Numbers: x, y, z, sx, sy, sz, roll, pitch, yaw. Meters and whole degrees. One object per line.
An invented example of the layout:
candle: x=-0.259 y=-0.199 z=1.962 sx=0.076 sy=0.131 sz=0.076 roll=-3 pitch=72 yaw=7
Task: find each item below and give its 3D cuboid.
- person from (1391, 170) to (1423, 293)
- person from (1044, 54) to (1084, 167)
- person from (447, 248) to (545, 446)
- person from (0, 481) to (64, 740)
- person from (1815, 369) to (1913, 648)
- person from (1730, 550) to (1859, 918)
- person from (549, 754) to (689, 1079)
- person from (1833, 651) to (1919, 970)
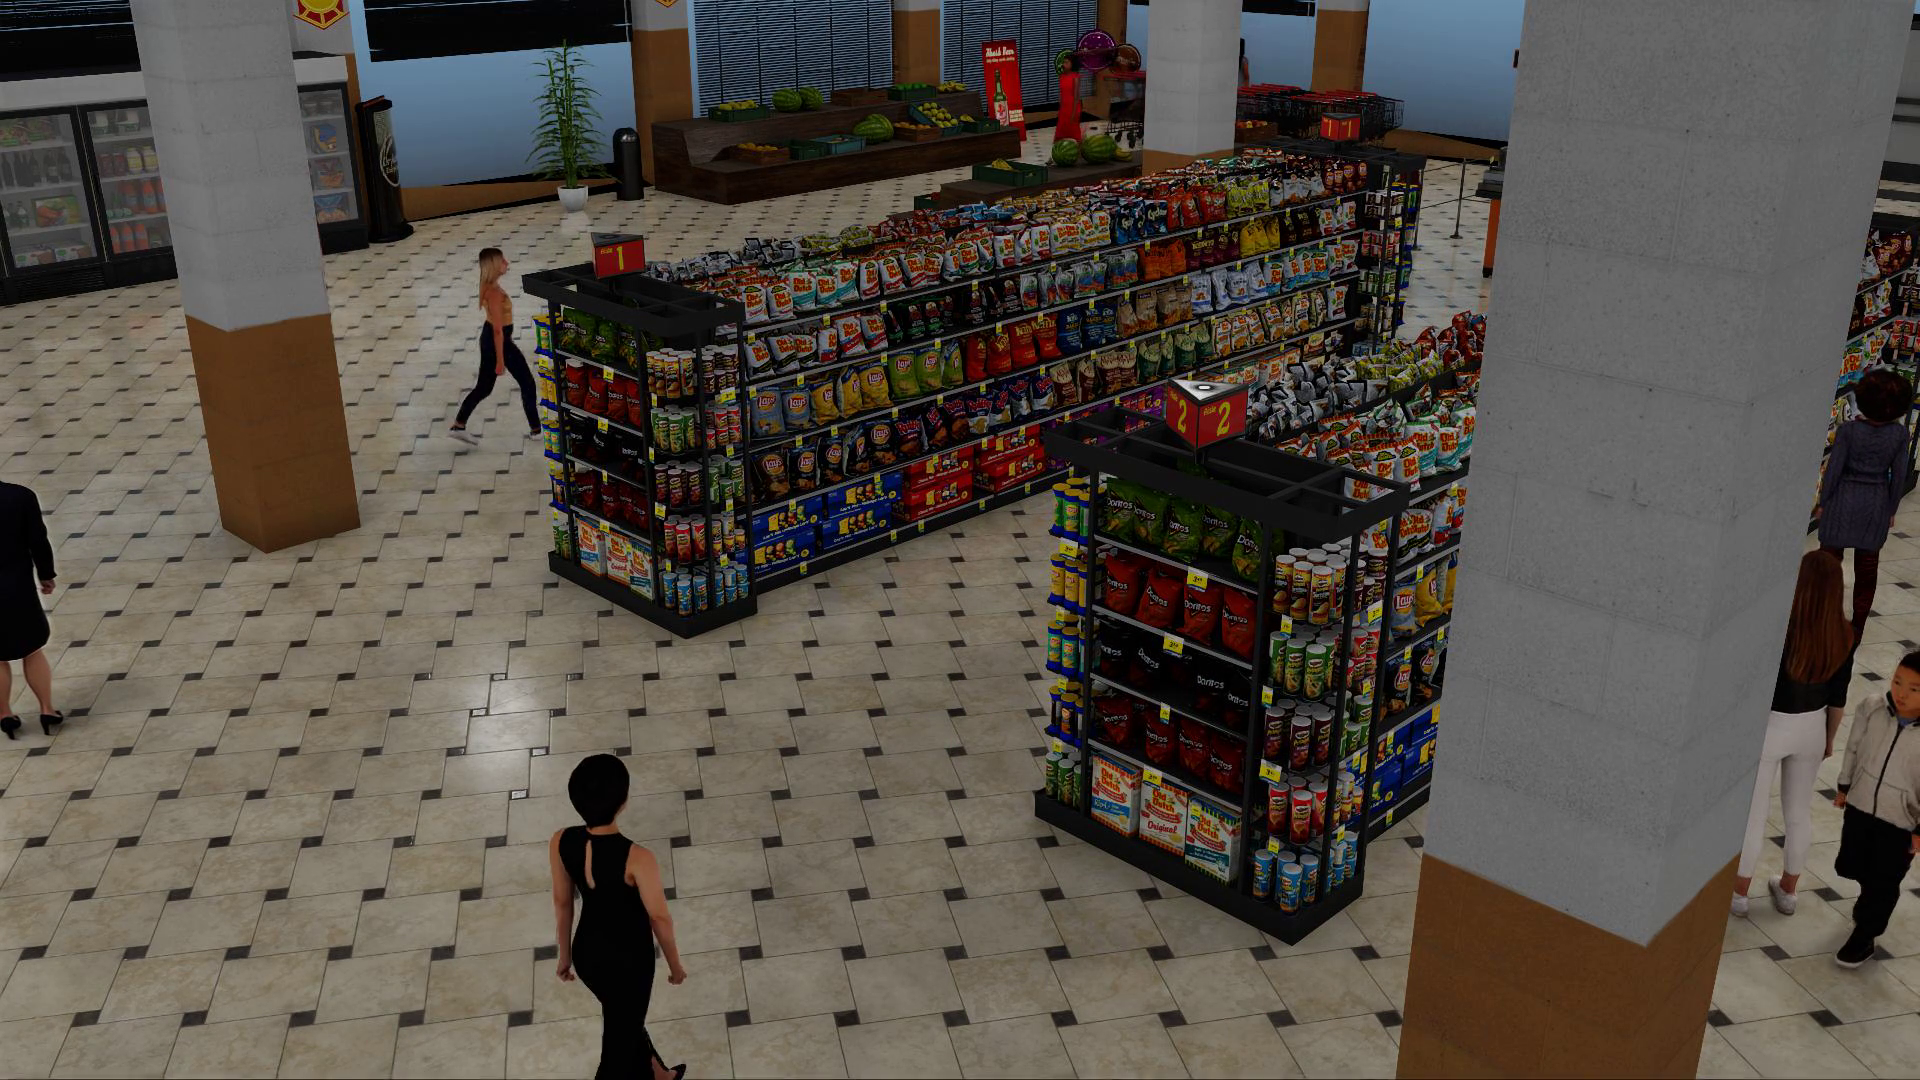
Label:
person: x=4.860 y=-3.469 z=18.244 sx=0.529 sy=1.483 sz=0.669 roll=-12 pitch=25 yaw=-28
person: x=1.768 y=-6.619 z=25.790 sx=0.610 sy=1.702 sz=1.064 roll=20 pitch=29 yaw=40
person: x=-3.743 y=-1.487 z=13.168 sx=1.186 sy=1.590 sz=0.843 roll=-10 pitch=24 yaw=-24
person: x=-5.038 y=0.258 z=8.715 sx=0.704 sy=1.671 sz=0.836 roll=-9 pitch=24 yaw=-21
person: x=5.239 y=-0.162 z=9.707 sx=0.663 sy=1.712 sz=0.673 roll=6 pitch=23 yaw=15
person: x=3.581 y=0.845 z=7.213 sx=0.677 sy=1.703 sz=0.740 roll=0 pitch=22 yaw=-1
person: x=-1.230 y=1.519 z=5.721 sx=0.812 sy=1.564 sz=1.084 roll=10 pitch=24 yaw=23
person: x=3.910 y=1.097 z=6.939 sx=0.767 sy=1.440 sz=0.647 roll=-15 pitch=26 yaw=-33
